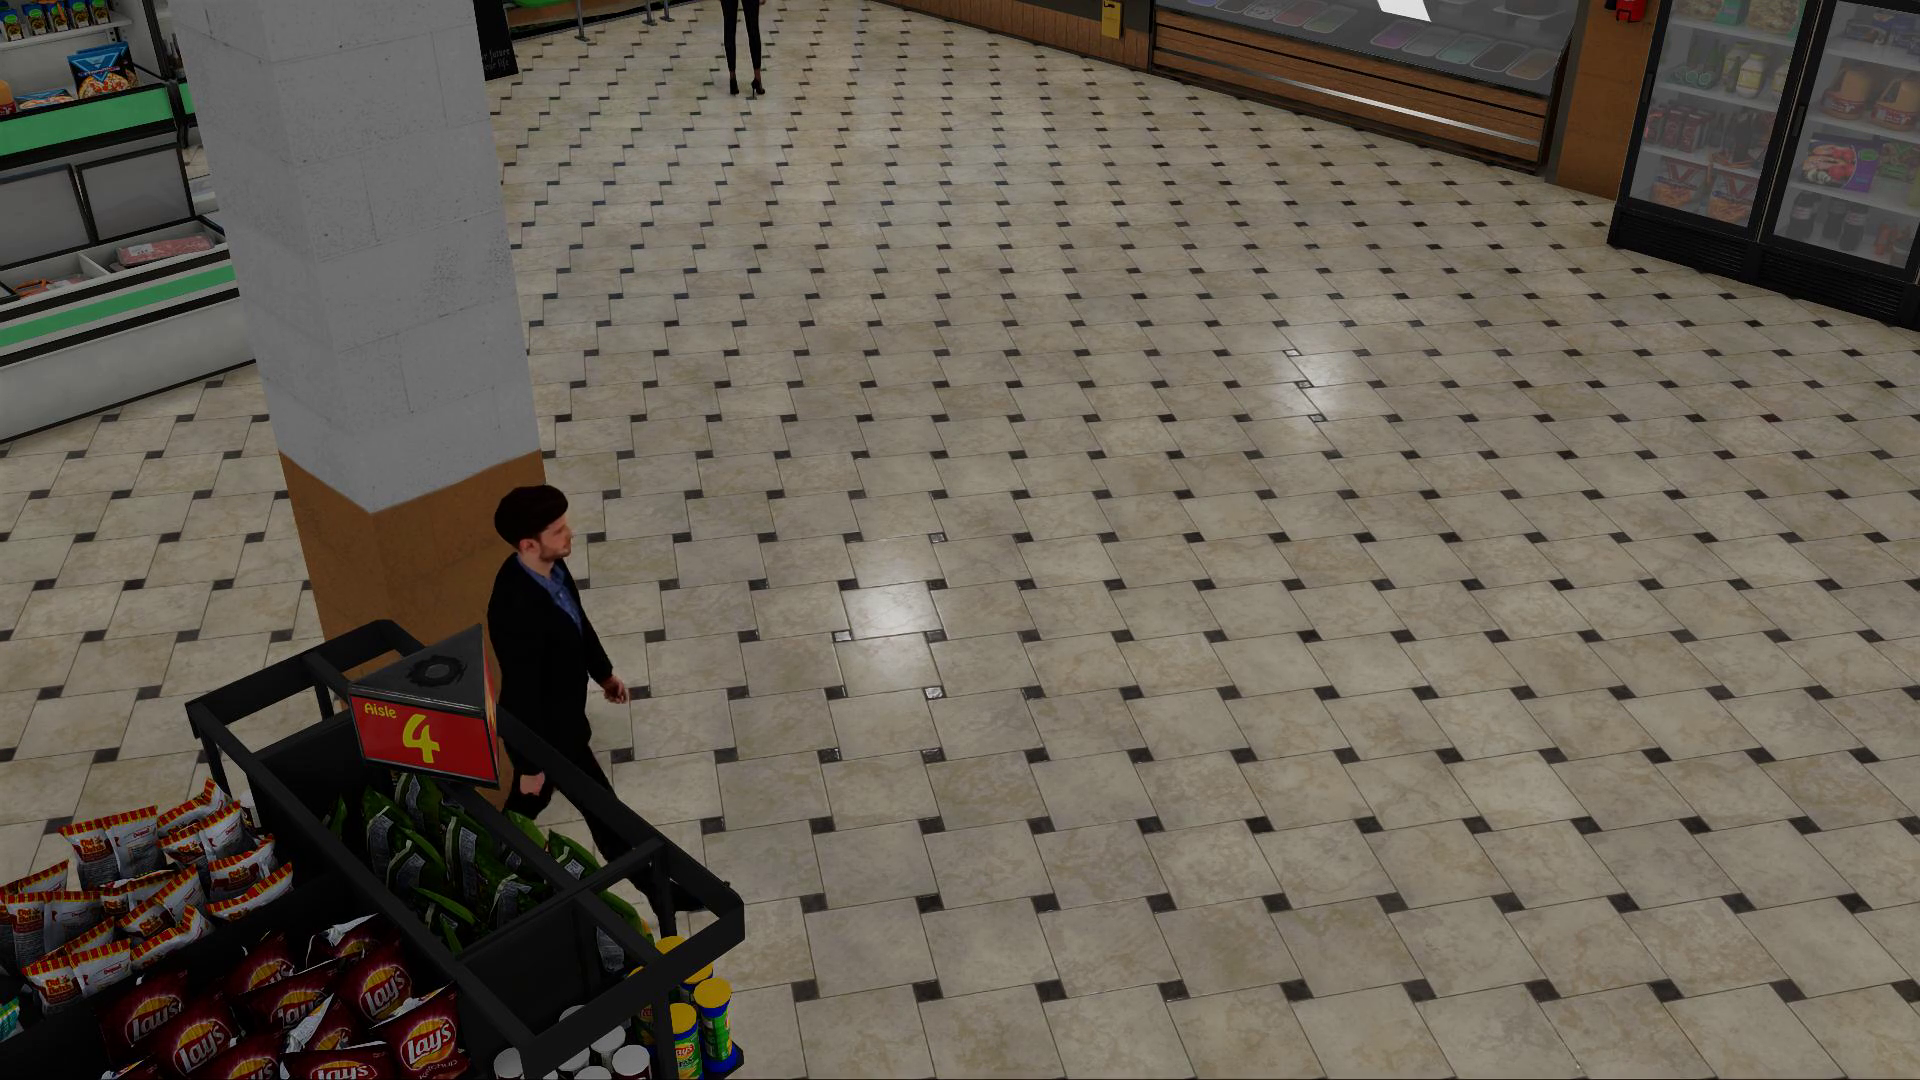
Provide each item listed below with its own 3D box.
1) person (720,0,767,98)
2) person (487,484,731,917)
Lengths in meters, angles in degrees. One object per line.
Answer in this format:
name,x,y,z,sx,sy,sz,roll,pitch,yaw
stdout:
person,-1.942,-4.827,14.610,0.669,1.835,0.702,4,32,7
person,-1.522,0.646,5.798,1.221,1.852,1.085,-6,32,-9
